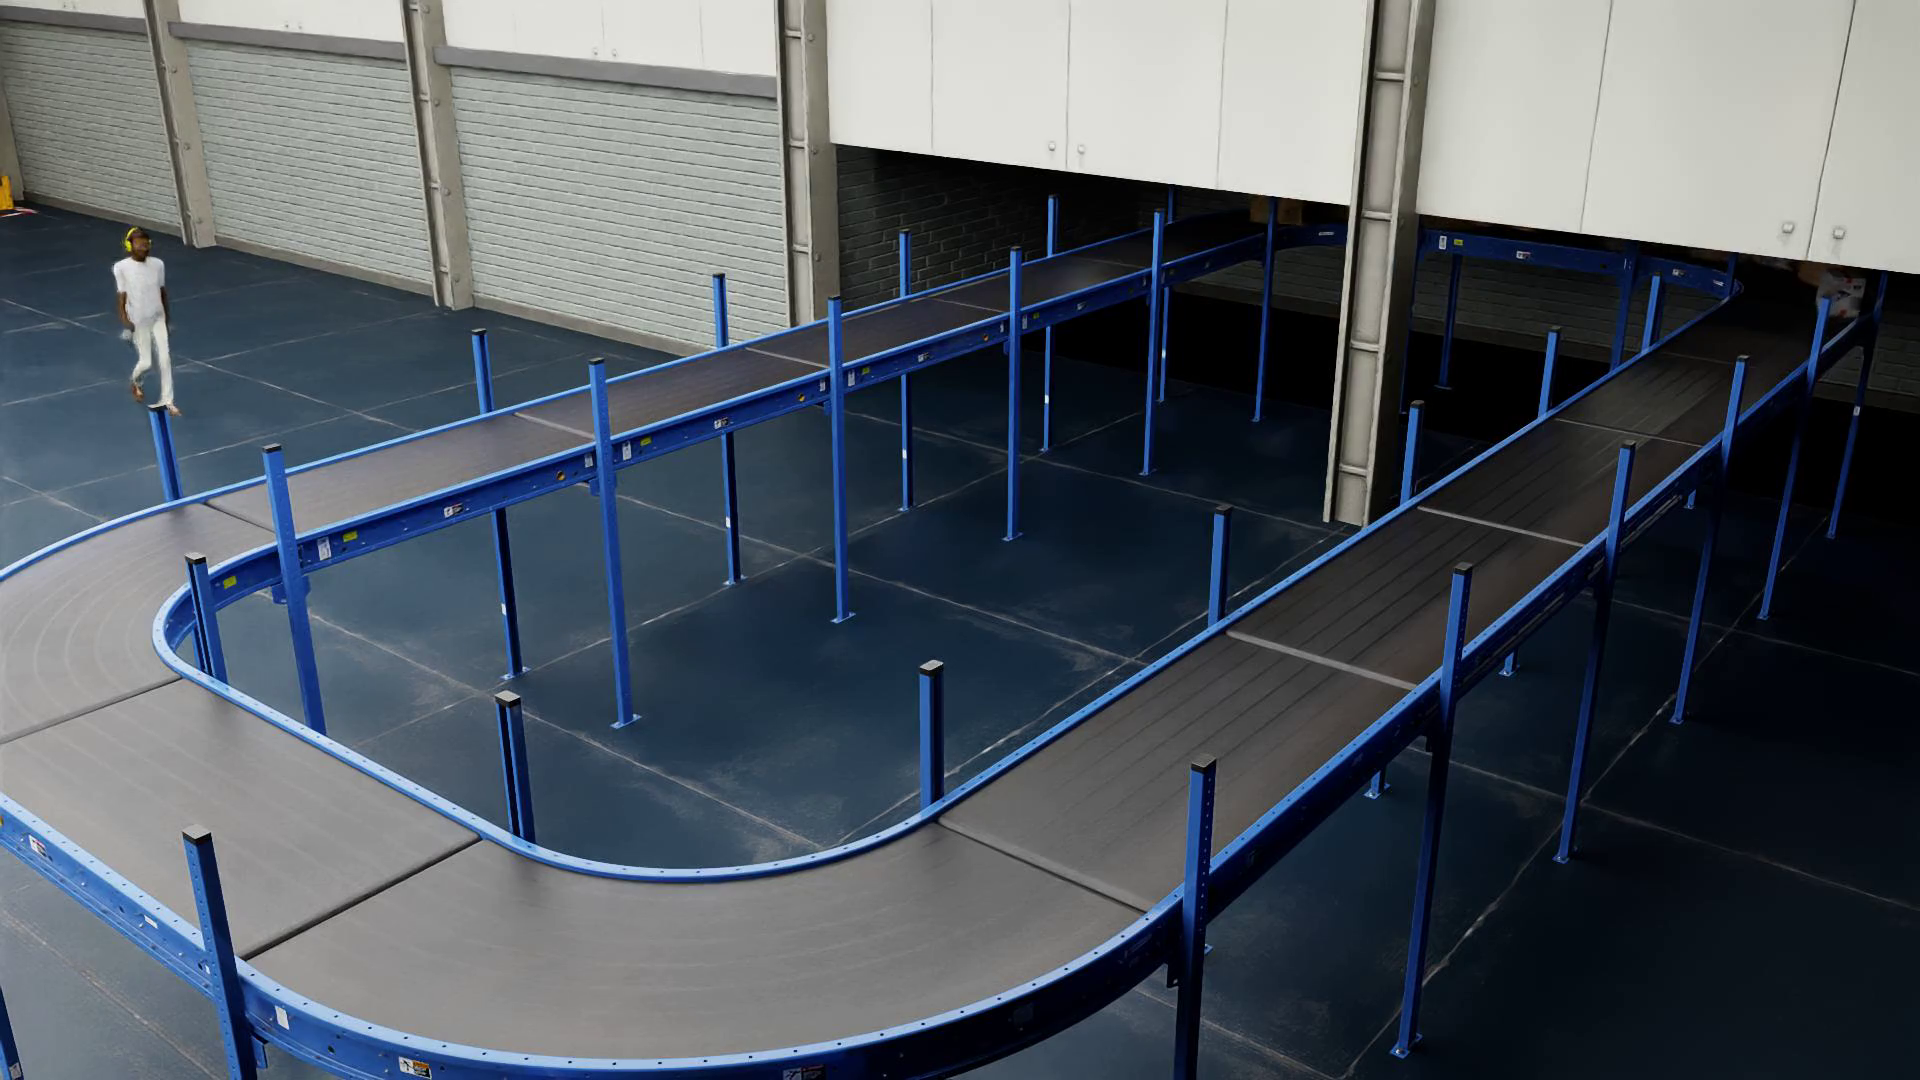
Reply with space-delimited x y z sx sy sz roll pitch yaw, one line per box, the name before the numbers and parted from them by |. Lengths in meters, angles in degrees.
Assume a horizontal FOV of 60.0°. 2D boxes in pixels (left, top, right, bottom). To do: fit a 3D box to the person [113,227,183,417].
person | -7.869 -2.116 16.048 0.639 1.842 0.529 17 27 37
